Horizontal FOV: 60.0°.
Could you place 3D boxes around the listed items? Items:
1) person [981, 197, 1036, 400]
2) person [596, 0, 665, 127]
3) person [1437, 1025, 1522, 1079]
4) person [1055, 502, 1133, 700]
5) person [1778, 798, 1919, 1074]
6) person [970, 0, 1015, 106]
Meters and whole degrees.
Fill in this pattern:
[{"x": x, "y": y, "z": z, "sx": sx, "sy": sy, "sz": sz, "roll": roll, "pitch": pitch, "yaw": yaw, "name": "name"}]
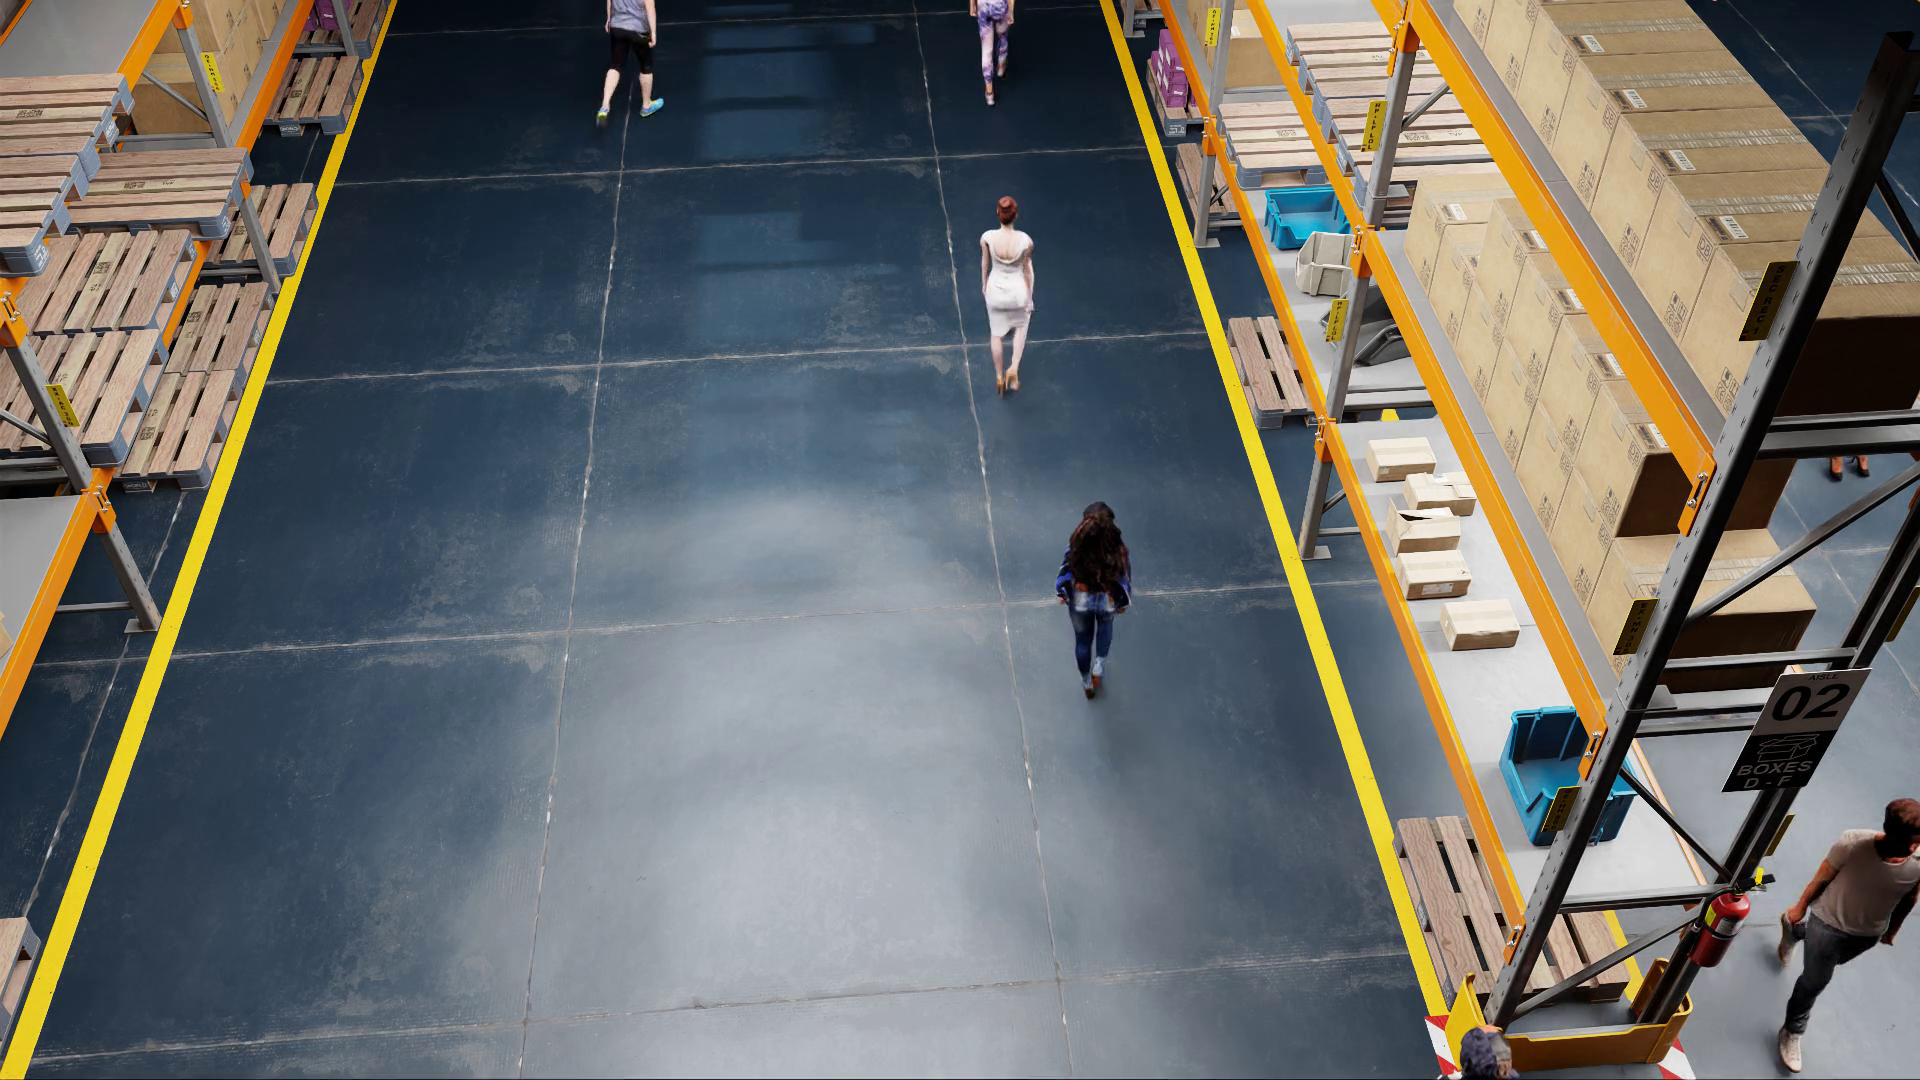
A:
[{"x": 0.324, "y": -1.790, "z": 12.679, "sx": 0.674, "sy": 1.786, "sz": 0.702, "roll": 8, "pitch": 44, "yaw": 8, "name": "person"}, {"x": -3.166, "y": -4.773, "z": 15.769, "sx": 1.016, "sy": 1.843, "sz": 1.194, "roll": 12, "pitch": 45, "yaw": 12, "name": "person"}, {"x": 2.259, "y": 2.834, "z": 7.747, "sx": 0.758, "sy": 1.892, "sz": 0.703, "roll": -16, "pitch": 46, "yaw": -16, "name": "person"}, {"x": 0.849, "y": 0.438, "z": 10.467, "sx": 0.646, "sy": 1.611, "sz": 0.624, "roll": 0, "pitch": 44, "yaw": 0, "name": "person"}, {"x": 4.640, "y": 1.915, "z": 8.730, "sx": 0.871, "sy": 1.867, "sz": 1.223, "roll": 5, "pitch": 44, "yaw": 6, "name": "person"}, {"x": 0.326, "y": -5.084, "z": 16.176, "sx": 0.680, "sy": 1.731, "sz": 1.094, "roll": 2, "pitch": 44, "yaw": 2, "name": "person"}]
